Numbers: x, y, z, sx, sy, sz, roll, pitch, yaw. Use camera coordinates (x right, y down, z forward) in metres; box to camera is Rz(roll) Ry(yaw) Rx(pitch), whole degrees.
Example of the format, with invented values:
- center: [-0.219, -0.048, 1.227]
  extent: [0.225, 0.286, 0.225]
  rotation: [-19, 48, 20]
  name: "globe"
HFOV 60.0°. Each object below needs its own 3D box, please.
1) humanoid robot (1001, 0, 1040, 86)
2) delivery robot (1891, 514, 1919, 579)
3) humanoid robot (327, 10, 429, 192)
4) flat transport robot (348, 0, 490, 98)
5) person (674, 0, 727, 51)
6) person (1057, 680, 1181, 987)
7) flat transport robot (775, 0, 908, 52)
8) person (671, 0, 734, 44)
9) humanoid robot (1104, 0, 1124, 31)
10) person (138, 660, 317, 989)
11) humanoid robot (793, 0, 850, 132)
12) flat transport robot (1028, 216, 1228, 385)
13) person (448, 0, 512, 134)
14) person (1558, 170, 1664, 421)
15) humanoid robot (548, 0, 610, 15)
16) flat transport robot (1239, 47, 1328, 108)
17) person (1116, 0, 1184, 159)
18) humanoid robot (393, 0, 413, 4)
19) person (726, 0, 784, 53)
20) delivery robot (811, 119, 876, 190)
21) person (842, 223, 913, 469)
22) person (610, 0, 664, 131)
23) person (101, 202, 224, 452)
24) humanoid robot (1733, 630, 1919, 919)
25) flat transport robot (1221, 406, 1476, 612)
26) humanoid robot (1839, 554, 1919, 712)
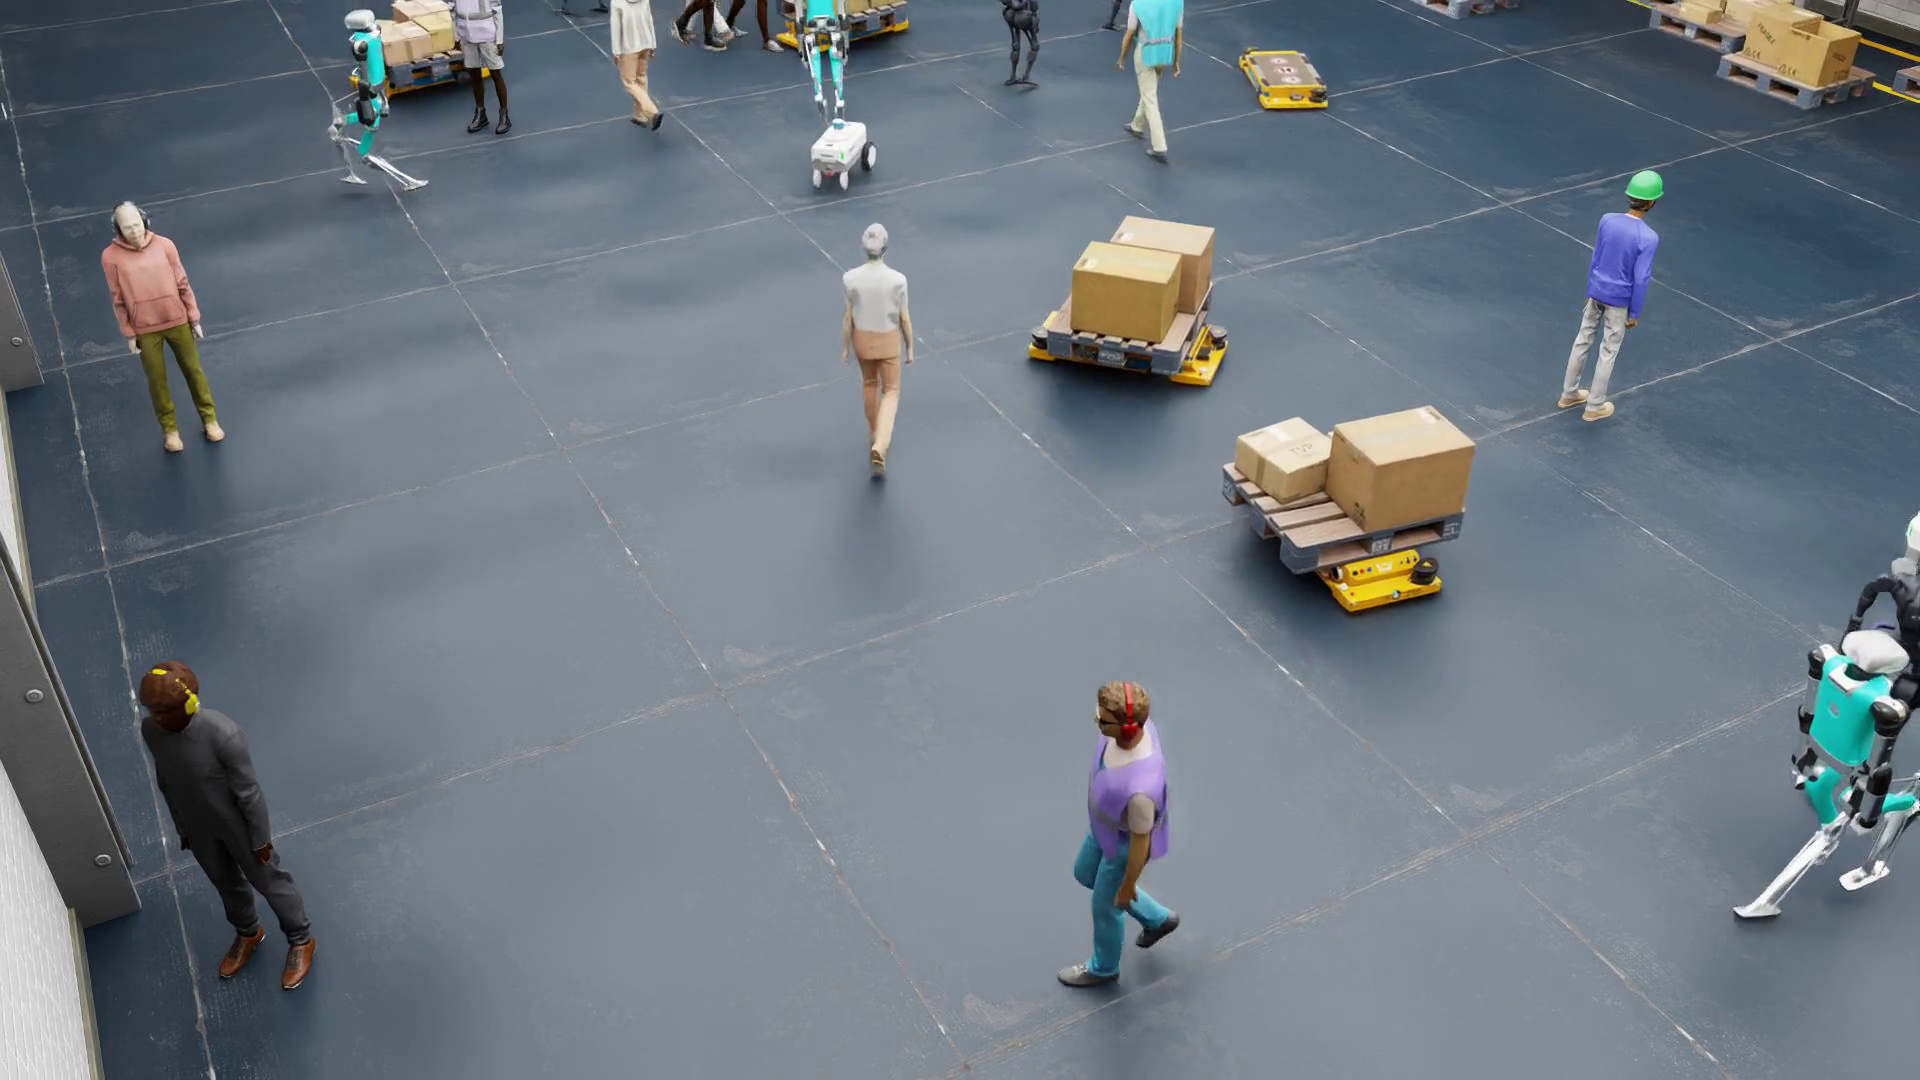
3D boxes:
- center: [0.637, -5.606, 17.491]
  extent: [0.373, 1.657, 0.596]
  rotation: [-19, 39, -25]
  name: "humanoid robot"
- center: [6.274, 0.121, 10.304]
  extent: [0.499, 0.606, 0.796]
  rotation: [-27, 43, -33]
  name: "delivery robot"
- center: [-5.467, -3.916, 15.050]
  extent: [1.046, 1.746, 0.560]
  rotation: [1, 35, 1]
  name: "humanoid robot"
- center: [-5.787, -5.055, 17.933]
  extent: [1.431, 0.231, 0.659]
  rotation: [-22, 41, -28]
  name: "flat transport robot"
- center: [-2.915, -6.378, 18.347]
  extent: [0.525, 1.954, 0.649]
  rotation: [18, 39, 24]
  name: "person"
- center: [0.741, 1.332, 7.450]
  extent: [0.494, 1.830, 0.599]
  rotation: [-3, 35, -4]
  name: "person"
- center: [-1.352, -5.906, 19.148]
  extent: [1.431, 0.231, 0.659]
  rotation: [-27, 43, -33]
  name: "flat transport robot"
- center: [-2.942, -6.486, 18.591]
  extent: [0.794, 1.861, 0.583]
  rotation: [9, 36, 13]
  name: "person"
- center: [2.010, -6.627, 18.967]
  extent: [0.721, 1.635, 0.597]
  rotation: [14, 37, 19]
  name: "humanoid robot"
- center: [-3.322, 1.279, 7.504]
  extent: [0.490, 1.866, 0.353]
  rotation: [8, 36, 11]
  name: "person"
- center: [-1.316, -4.674, 16.156]
  extent: [0.542, 1.805, 0.844]
  rotation: [-5, 35, -7]
  name: "humanoid robot"
- center: [1.309, -1.528, 12.898]
  extent: [1.431, 0.231, 0.659]
  rotation: [11, 37, 16]
  name: "flat transport robot"
- center: [-4.739, -4.959, 16.343]
  extent: [0.542, 1.939, 0.358]
  rotation: [7, 36, 10]
  name: "person"
- center: [4.647, -1.725, 11.797]
  extent: [0.378, 1.866, 0.451]
  rotation: [-24, 42, -31]
  name: "person"
- center: [-4.557, -6.980, 19.466]
  extent: [0.693, 1.630, 0.590]
  rotation: [0, 35, 0]
  name: "humanoid robot"
- center: [3.446, -4.937, 17.765]
  extent: [0.659, 0.231, 1.431]
  rotation: [-2, 35, -3]
  name: "flat transport robot"
- center: [1.846, -4.627, 15.989]
  extent: [0.567, 1.796, 0.949]
  rotation: [-17, 39, -23]
  name: "person"
- center: [-6.329, -6.556, 18.757]
  extent: [0.532, 1.759, 0.658]
  rotation: [-8, 36, -12]
  name: "humanoid robot"
- center: [-2.391, -6.426, 18.495]
  extent: [0.933, 1.869, 0.586]
  rotation: [14, 38, 20]
  name: "person"
- center: [-1.131, -3.685, 15.740]
  extent: [0.499, 0.608, 0.797]
  rotation: [9, 36, 13]
  name: "delivery robot"
- center: [-0.577, -1.311, 11.325]
  extent: [0.485, 1.726, 0.722]
  rotation: [6, 35, 8]
  name: "person"
- center: [-3.178, -4.820, 16.388]
  extent: [0.601, 1.653, 0.484]
  rotation: [30, 45, 35]
  name: "person"
- center: [-5.515, -1.487, 11.480]
  extent: [0.516, 1.832, 0.365]
  rotation: [-20, 39, -26]
  name: "person"
- center: [4.323, 1.121, 7.887]
  extent: [1.026, 1.764, 0.538]
  rotation: [-10, 36, -14]
  name: "humanoid robot"
- center: [2.452, -0.063, 10.806]
  extent: [0.659, 0.231, 1.431]
  rotation: [-12, 37, -16]
  name: "flat transport robot"
- center: [4.797, 0.692, 8.504]
  extent: [0.615, 1.656, 0.377]
  rotation: [17, 38, 23]
  name: "humanoid robot"
